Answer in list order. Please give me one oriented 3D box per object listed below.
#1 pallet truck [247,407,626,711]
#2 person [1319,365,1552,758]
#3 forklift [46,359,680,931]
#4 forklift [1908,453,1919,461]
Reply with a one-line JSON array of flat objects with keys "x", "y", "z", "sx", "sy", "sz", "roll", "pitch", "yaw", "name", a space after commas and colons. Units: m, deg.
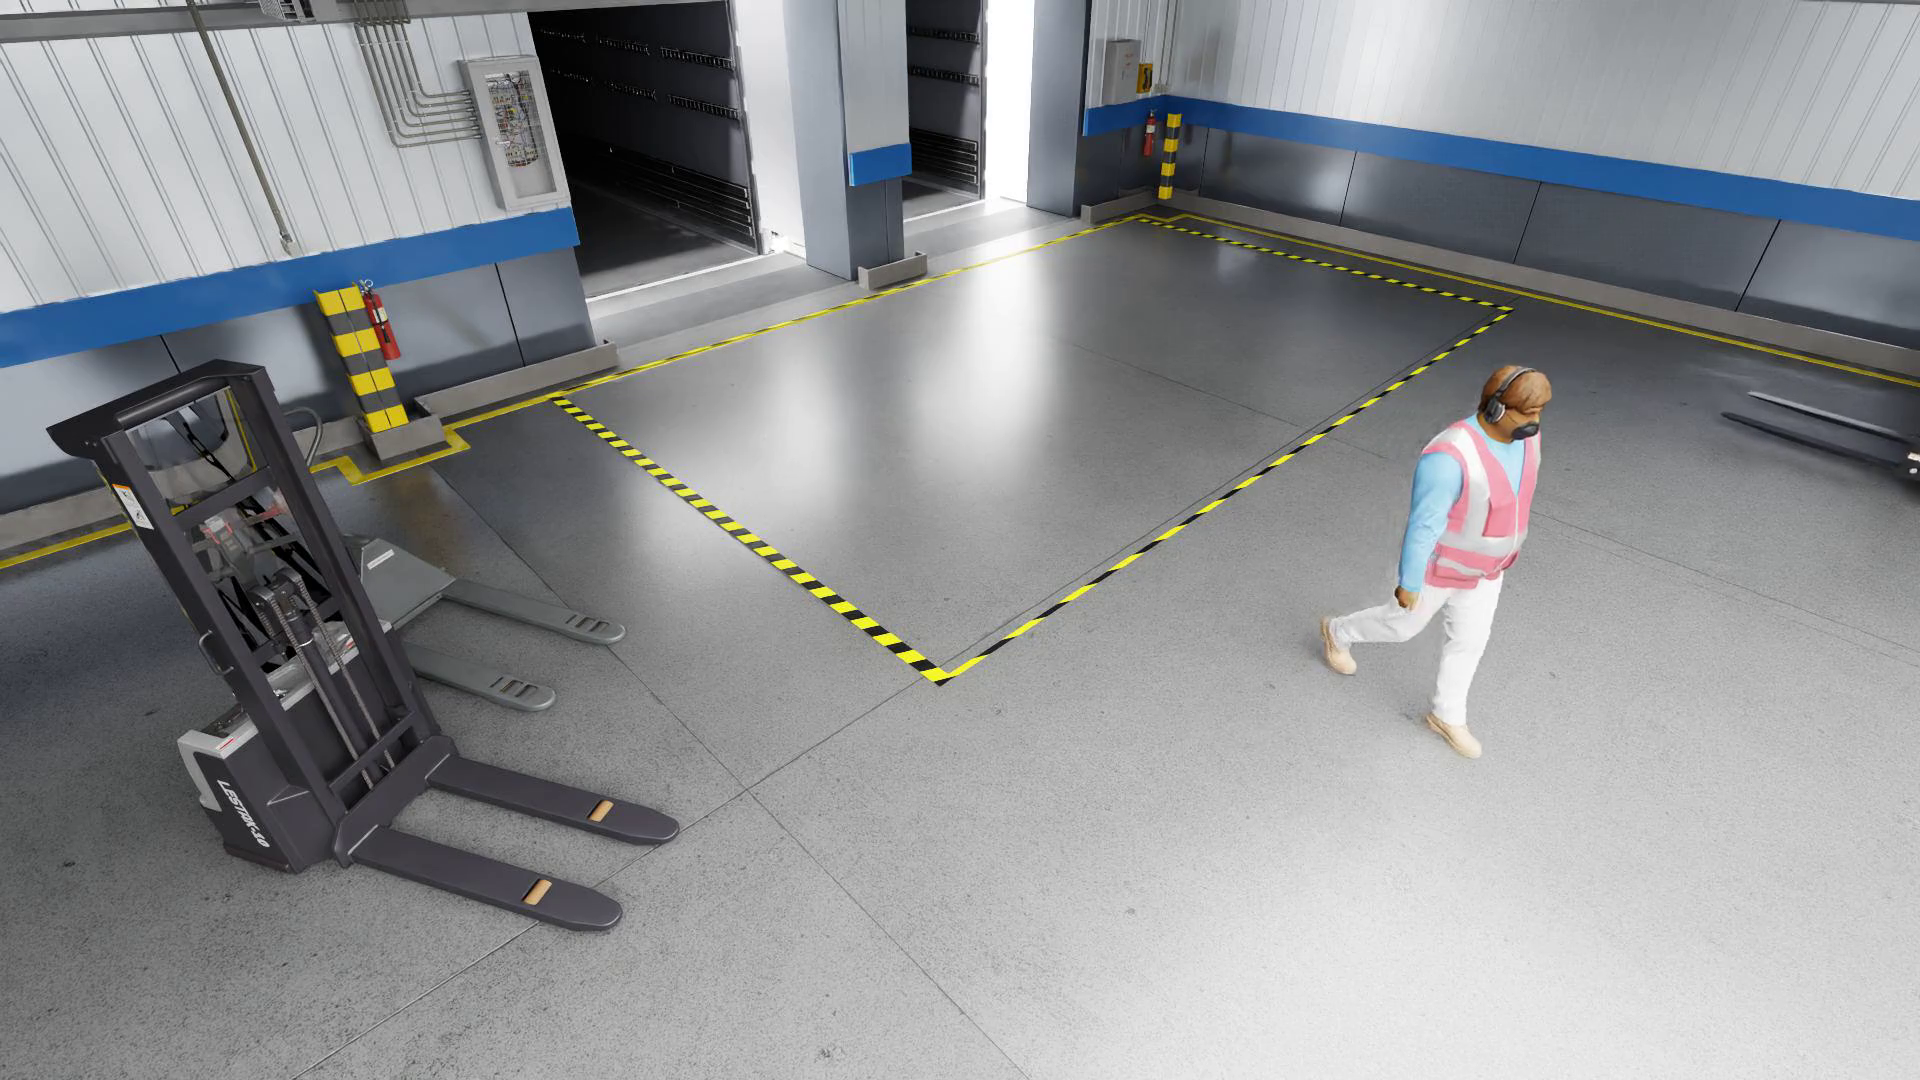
[{"x": -2.628, "y": 0.038, "z": 4.590, "sx": 1.601, "sy": 1.201, "sz": 0.680, "roll": 12, "pitch": 36, "yaw": 18, "name": "pallet truck"}, {"x": 2.138, "y": 0.064, "z": 4.052, "sx": 0.635, "sy": 1.804, "sz": 0.922, "roll": -15, "pitch": 37, "yaw": -21, "name": "person"}, {"x": -2.135, "y": 0.422, "z": 3.354, "sx": 1.885, "sy": 1.965, "sz": 0.823, "roll": 10, "pitch": 35, "yaw": 14, "name": "forklift"}, {"x": 7.428, "y": -0.841, "z": 4.896, "sx": 1.157, "sy": 2.036, "sz": 2.680, "roll": -24, "pitch": 41, "yaw": -31, "name": "forklift"}]
